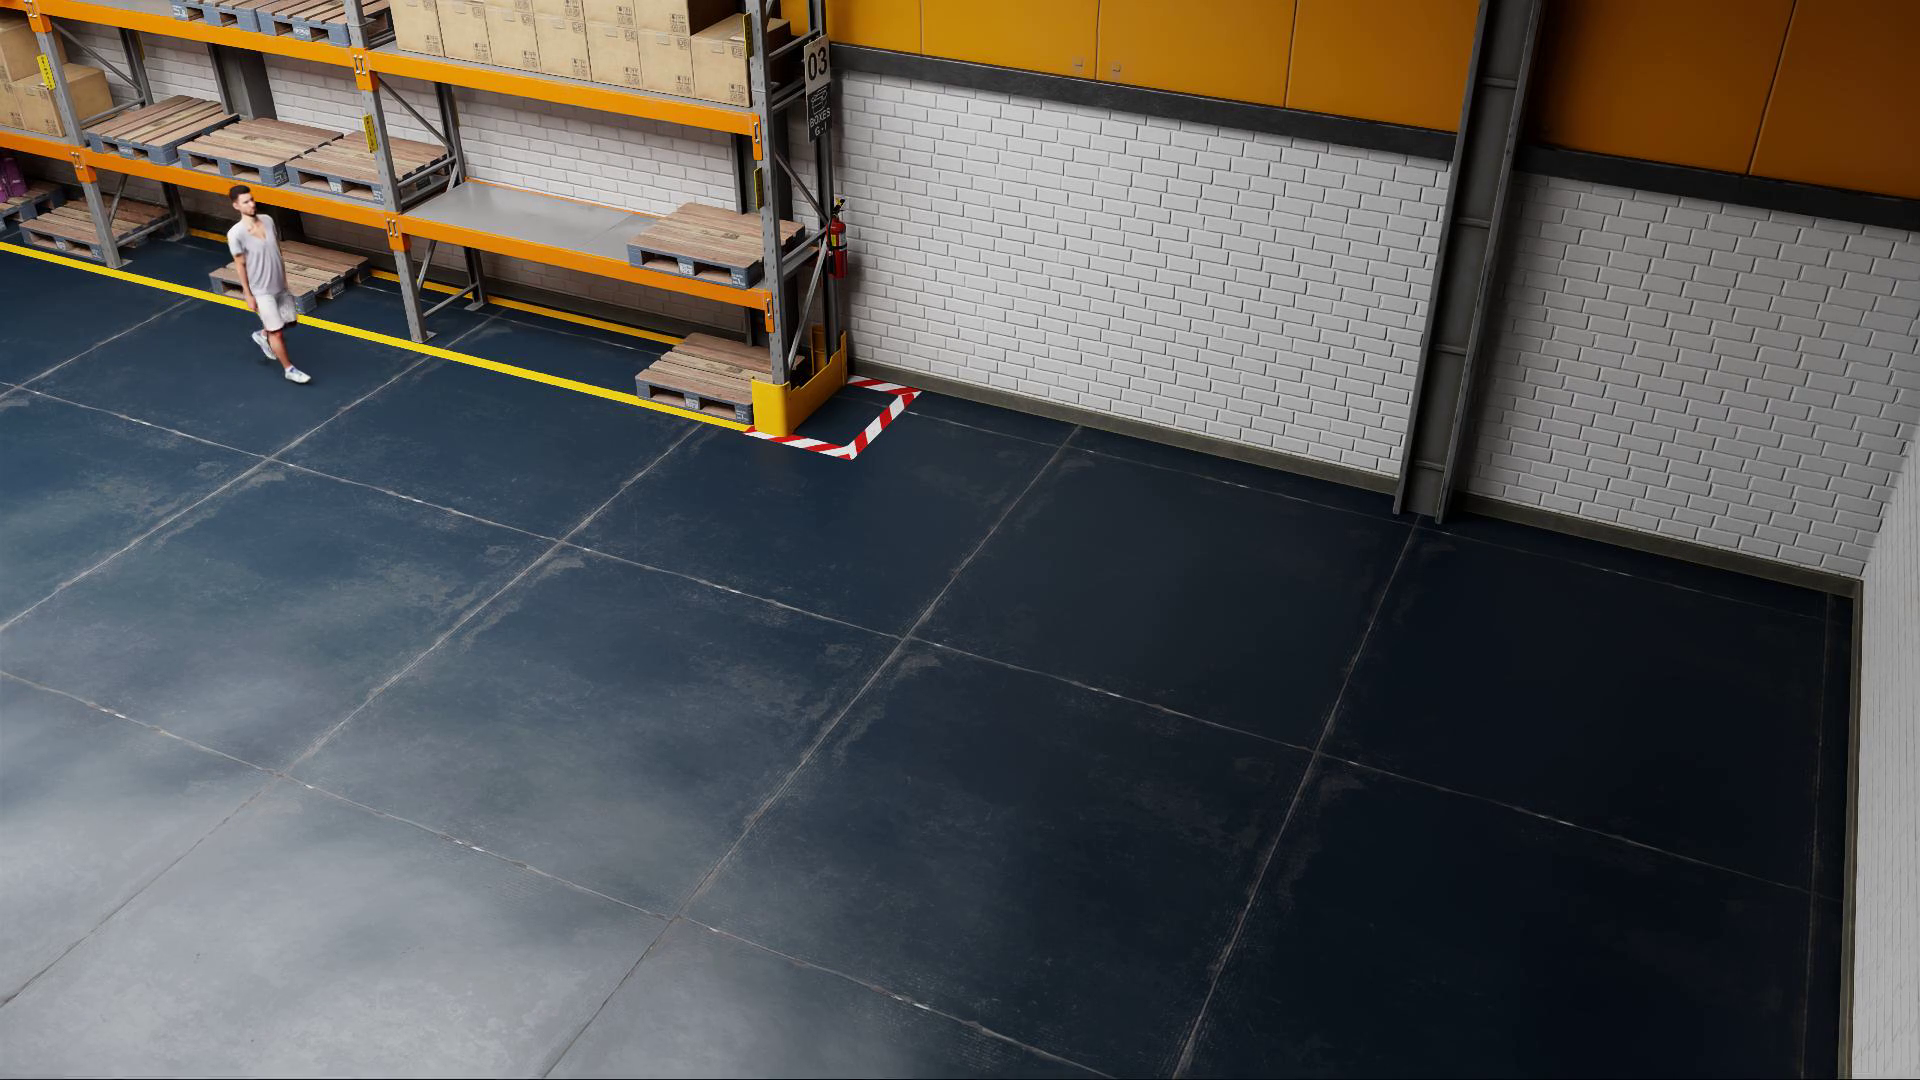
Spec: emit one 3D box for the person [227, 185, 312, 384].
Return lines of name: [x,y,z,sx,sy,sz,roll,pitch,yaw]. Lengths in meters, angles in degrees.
person: [-6.219,-2.275,14.764,0.938,1.841,0.697,16,37,23]
